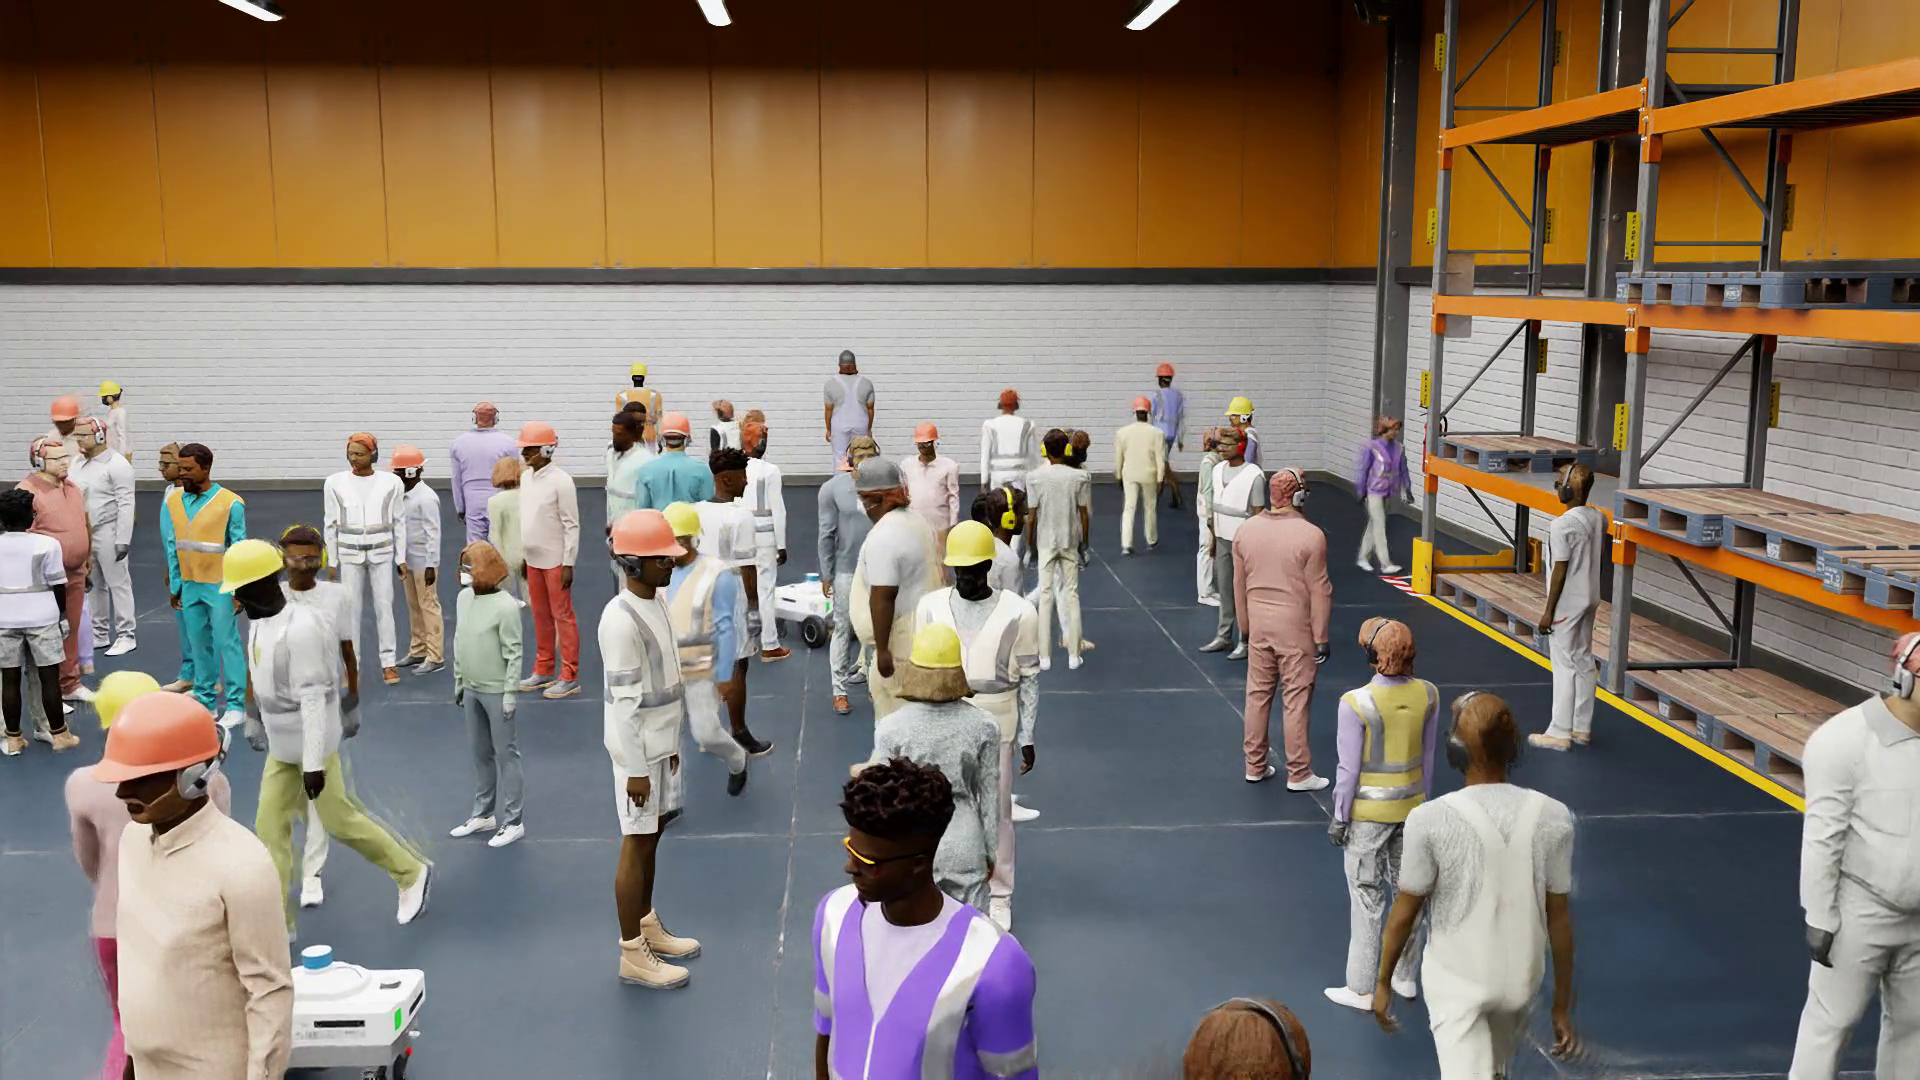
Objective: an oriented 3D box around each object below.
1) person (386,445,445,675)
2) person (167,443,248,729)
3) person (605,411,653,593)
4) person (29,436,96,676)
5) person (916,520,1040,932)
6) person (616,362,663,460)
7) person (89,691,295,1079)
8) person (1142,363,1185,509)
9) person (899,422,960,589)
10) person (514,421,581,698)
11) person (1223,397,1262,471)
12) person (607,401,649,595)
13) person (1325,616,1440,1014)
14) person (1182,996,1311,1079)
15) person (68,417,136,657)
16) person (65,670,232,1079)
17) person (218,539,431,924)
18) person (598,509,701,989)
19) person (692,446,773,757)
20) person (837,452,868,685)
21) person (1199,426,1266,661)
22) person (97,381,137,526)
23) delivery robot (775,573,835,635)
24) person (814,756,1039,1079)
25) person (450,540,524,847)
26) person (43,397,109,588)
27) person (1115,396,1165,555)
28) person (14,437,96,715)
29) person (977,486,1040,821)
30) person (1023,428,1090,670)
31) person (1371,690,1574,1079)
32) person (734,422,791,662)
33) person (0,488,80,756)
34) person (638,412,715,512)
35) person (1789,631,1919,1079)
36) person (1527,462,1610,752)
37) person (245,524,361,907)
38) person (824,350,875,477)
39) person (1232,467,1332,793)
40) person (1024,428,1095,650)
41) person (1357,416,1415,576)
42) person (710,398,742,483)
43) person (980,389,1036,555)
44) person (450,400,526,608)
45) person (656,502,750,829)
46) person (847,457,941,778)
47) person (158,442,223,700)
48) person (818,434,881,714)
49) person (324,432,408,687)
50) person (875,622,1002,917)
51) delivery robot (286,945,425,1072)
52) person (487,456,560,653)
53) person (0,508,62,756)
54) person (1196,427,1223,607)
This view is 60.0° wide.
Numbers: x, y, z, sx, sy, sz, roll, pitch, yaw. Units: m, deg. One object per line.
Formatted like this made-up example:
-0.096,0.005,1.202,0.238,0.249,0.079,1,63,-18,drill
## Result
-4.150,0.144,12.660,0.332,1.750,0.562,-8,12,-41,person
-5.030,0.302,11.141,0.598,1.917,0.378,3,9,17,person
-2.748,-0.155,14.074,0.660,1.899,0.621,-8,12,-42,person
-6.750,0.139,12.439,0.353,1.839,0.503,8,12,41,person
0.063,0.859,7.621,0.594,1.924,0.382,2,9,15,person
-4.060,-1.289,21.108,0.588,1.927,0.370,-2,9,-14,person
-1.974,1.356,4.287,0.622,1.991,0.389,6,11,32,person
2.681,-1.367,21.750,0.546,1.887,1.013,-6,11,-32,person
-0.290,-0.168,14.607,0.572,1.750,0.330,2,9,14,person
-2.976,0.137,11.942,0.613,1.994,0.395,8,12,42,person
2.809,-0.518,16.612,0.404,1.824,0.586,1,9,7,person
-2.930,-0.281,14.825,0.391,1.914,0.587,2,9,14,person
1.740,1.126,6.842,0.521,1.640,0.306,-5,10,-28,person
0.408,1.688,2.856,0.633,1.806,0.903,8,12,42,person
-6.870,-0.029,13.261,0.643,1.909,0.410,4,10,23,person
-2.669,1.285,5.542,0.537,1.730,0.542,-1,9,-9,person
-2.909,0.901,7.538,0.919,1.875,0.659,-9,13,-43,person
-1.328,0.878,7.135,0.370,2.044,0.608,0,9,1,person
-1.468,0.390,10.452,0.608,1.962,0.374,8,12,42,person
-0.747,0.191,12.344,0.319,1.755,0.562,-1,9,-4,person
2.191,0.022,13.130,0.392,1.846,0.564,-5,10,-30,person
-10.149,-1.030,20.022,0.339,1.761,0.524,-7,12,-39,person
-1.208,0.520,13.753,0.707,0.478,0.477,9,12,43,delivery robot
-0.107,1.443,3.835,0.608,1.963,0.371,7,11,36,person
-2.522,0.809,8.857,0.497,1.633,0.284,7,11,36,person
-8.264,-0.401,15.631,0.622,1.903,1.113,0,9,-1,person
1.960,-0.703,18.108,0.578,1.710,0.906,3,10,19,person
-6.269,0.239,11.576,0.402,1.911,0.638,1,9,7,person
0.226,0.628,9.255,0.309,1.868,0.533,-4,10,-25,person
0.743,0.071,12.771,0.519,1.865,0.327,-1,9,-3,person
1.534,1.334,5.056,0.533,1.787,0.998,-1,9,-8,person
-1.604,0.014,13.051,0.573,1.887,0.355,5,10,27,person
-5.884,0.520,10.476,0.535,1.694,0.322,-1,9,-9,person
-2.135,0.022,12.669,0.611,1.993,0.388,1,9,5,person
3.095,1.221,5.479,0.663,1.896,0.402,0,9,-3,person
3.888,0.425,10.606,0.506,1.846,0.346,-7,11,-36,person
-3.261,0.813,8.285,0.529,1.822,0.992,-2,9,-15,person
-1.493,-1.513,22.161,0.684,2.000,0.538,-2,9,-14,person
1.919,0.523,9.793,0.636,1.911,0.406,9,13,44,person
0.762,-0.021,13.547,0.752,1.811,0.648,6,11,32,person
4.318,-0.443,16.815,0.517,1.597,0.815,-6,11,-33,person
-2.633,-0.787,18.864,0.315,1.637,0.522,6,11,35,person
0.511,-0.666,17.503,0.601,1.827,0.991,0,9,-2,person
-4.234,-0.309,15.002,0.652,1.911,0.403,1,9,6,person
-1.470,0.668,9.209,0.595,1.815,0.677,4,10,24,person
-0.402,0.492,9.571,0.786,2.000,0.695,2,9,15,person
-5.533,0.219,11.899,0.506,1.846,0.345,7,11,35,person
-0.674,0.230,11.531,0.627,1.941,0.370,-3,10,-20,person
-4.376,0.141,12.267,0.573,1.883,0.355,-3,10,-19,person
-0.083,1.168,6.262,0.491,1.741,0.320,-2,9,-12,person
-2.349,1.736,6.115,0.707,0.478,0.477,0,9,-2,delivery robot
-3.473,0.141,13.148,0.707,1.603,0.502,7,11,37,person
-5.969,0.530,10.580,0.313,1.642,0.513,6,11,31,person
2.323,-0.220,15.296,0.308,1.641,0.511,3,9,16,person
